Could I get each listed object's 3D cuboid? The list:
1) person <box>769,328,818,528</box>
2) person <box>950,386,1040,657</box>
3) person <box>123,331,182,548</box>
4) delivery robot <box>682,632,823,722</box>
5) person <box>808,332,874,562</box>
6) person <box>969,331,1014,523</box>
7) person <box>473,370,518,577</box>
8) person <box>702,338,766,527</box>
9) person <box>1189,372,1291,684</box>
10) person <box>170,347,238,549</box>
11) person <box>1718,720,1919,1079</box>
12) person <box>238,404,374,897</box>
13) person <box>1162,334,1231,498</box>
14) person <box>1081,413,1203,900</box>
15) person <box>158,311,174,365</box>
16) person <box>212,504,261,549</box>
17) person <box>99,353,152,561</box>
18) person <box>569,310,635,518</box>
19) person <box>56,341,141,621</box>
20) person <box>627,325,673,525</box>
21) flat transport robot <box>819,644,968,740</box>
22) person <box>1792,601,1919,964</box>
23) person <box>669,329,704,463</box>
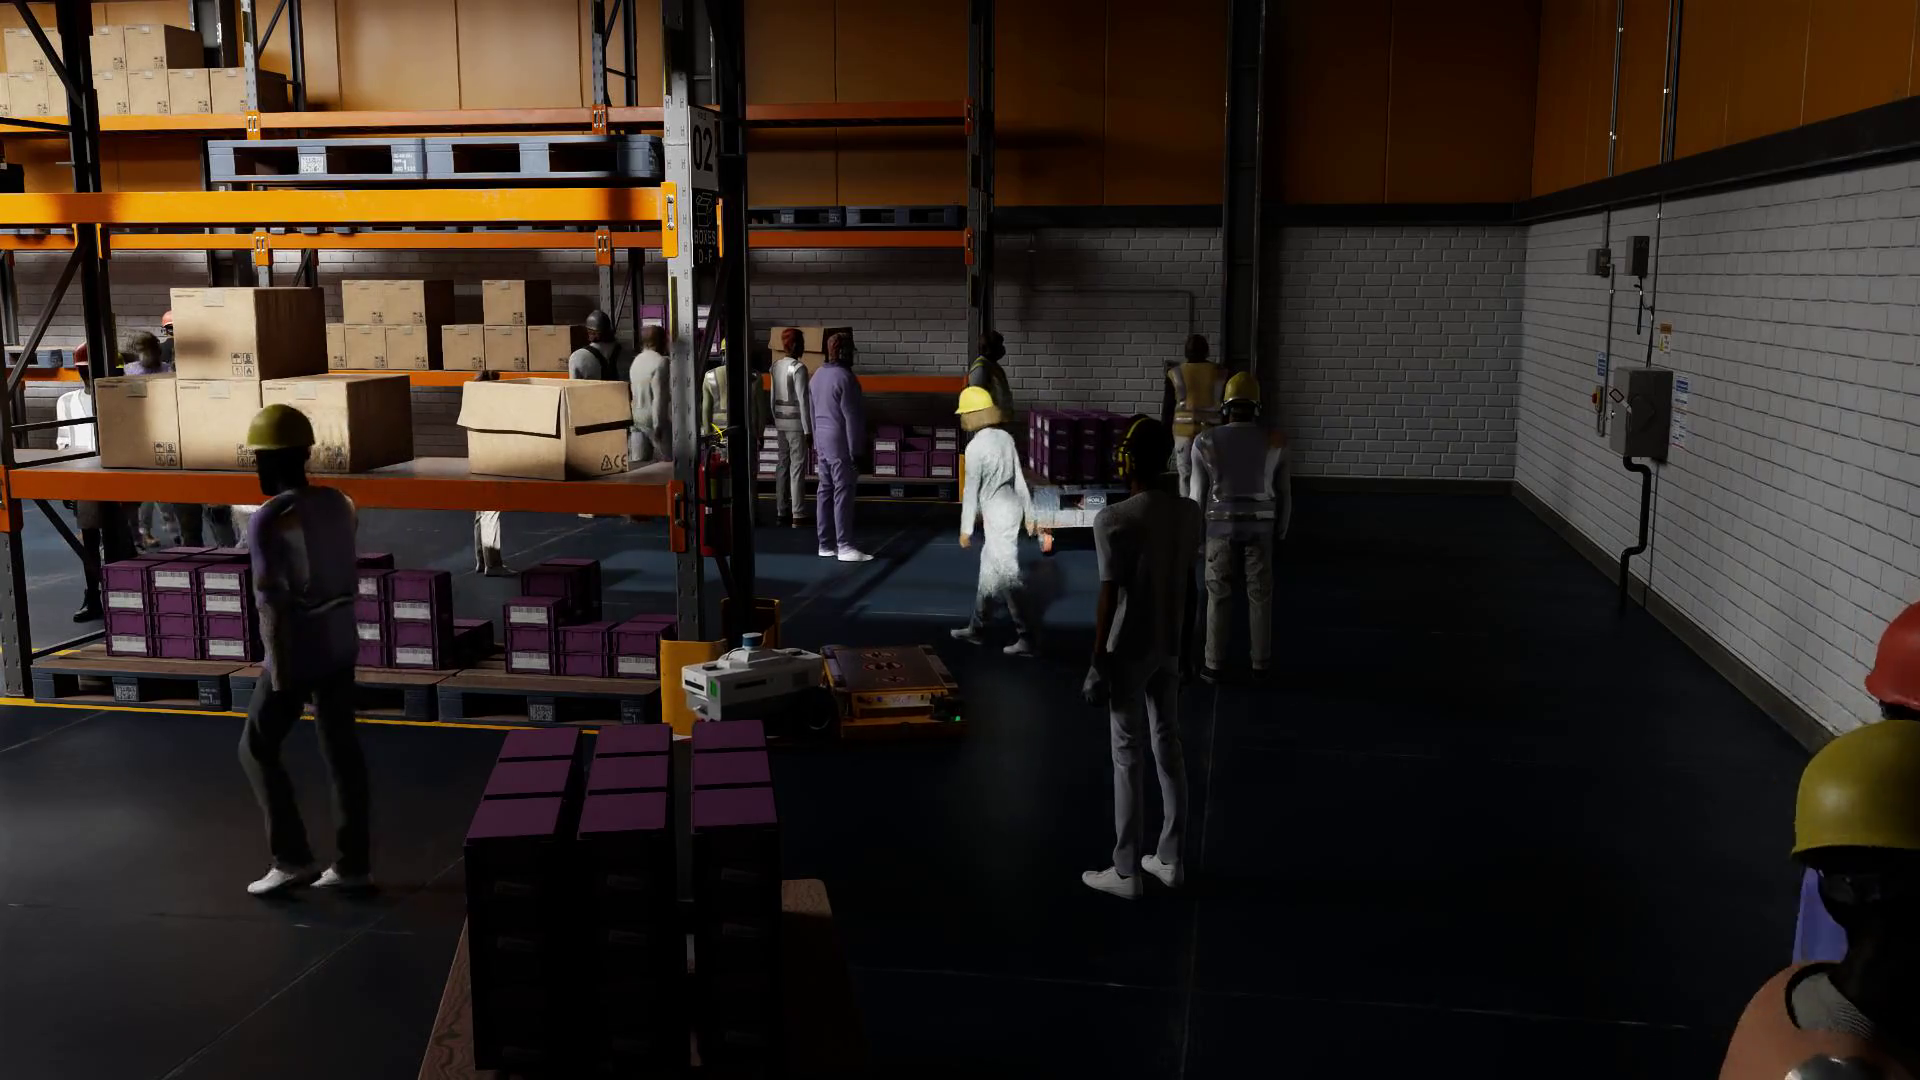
[{"bbox_3d":[-1.569,-1.056,15.724,0.356,1.883,0.573,-7,12,-39],"label":"person"},{"bbox_3d":[0.183,-0.125,10.501,0.783,1.692,0.500,5,10,28],"label":"person"},{"bbox_3d":[-6.926,-0.847,14.373,0.856,1.887,0.596,7,12,37],"label":"person"},{"bbox_3d":[-1.061,0.719,8.529,0.707,0.478,0.477,-7,12,-39],"label":"delivery robot"},{"bbox_3d":[-0.990,-0.773,13.896,0.400,1.910,0.643,-6,11,-34],"label":"person"},{"bbox_3d":[0.303,-1.086,16.044,0.429,1.844,0.631,2,9,12],"label":"person"},{"bbox_3d":[-3.733,-0.528,13.201,0.306,1.640,0.522,-5,10,-28],"label":"person"},{"bbox_3d":[-2.123,-1.019,15.665,0.591,1.828,0.404,-1,9,-5],"label":"person"},{"bbox_3d":[1.627,-0.062,9.713,0.591,1.833,0.403,0,9,2],"label":"person"},{"bbox_3d":[-5.414,-0.460,11.861,0.633,1.936,0.353,1,9,4],"label":"person"},{"bbox_3d":[1.163,1.168,1.912,0.731,1.883,0.618,4,10,23],"label":"person"},{"bbox_3d":[-2.547,0.435,6.395,0.587,1.907,0.588,3,10,20],"label":"person"},{"bbox_3d":[2.189,-0.979,15.390,0.629,1.844,0.444,0,9,1],"label":"person"},{"bbox_3d":[0.697,0.448,6.424,0.513,1.876,0.328,-6,11,-33],"label":"person"},{"bbox_3d":[-8.458,-1.481,18.017,0.622,1.992,0.396,-6,11,-32],"label":"person"},{"bbox_3d":[-4.918,-0.330,11.484,0.932,1.809,0.625,3,10,19],"label":"person"},{"bbox_3d":[-7.076,-0.714,13.966,0.309,1.769,0.523,7,12,37],"label":"person"},{"bbox_3d":[-3.526,-1.240,16.378,0.693,2.000,0.535,-6,11,-31],"label":"person"},{"bbox_3d":[-5.937,-0.404,11.499,0.548,1.942,0.344,-2,9,-10],"label":"person"},{"bbox_3d":[-2.903,-1.103,15.951,0.768,1.900,0.651,-9,13,-43],"label":"person"},{"bbox_3d":[-0.397,0.806,9.161,0.652,0.197,1.431,-2,9,-10],"label":"flat transport robot"},{"bbox_3d":[1.533,1.023,2.692,0.385,1.929,0.574,7,12,39],"label":"person"},{"bbox_3d":[-2.753,-1.158,16.414,0.602,1.866,0.609,3,10,17],"label":"person"}]
